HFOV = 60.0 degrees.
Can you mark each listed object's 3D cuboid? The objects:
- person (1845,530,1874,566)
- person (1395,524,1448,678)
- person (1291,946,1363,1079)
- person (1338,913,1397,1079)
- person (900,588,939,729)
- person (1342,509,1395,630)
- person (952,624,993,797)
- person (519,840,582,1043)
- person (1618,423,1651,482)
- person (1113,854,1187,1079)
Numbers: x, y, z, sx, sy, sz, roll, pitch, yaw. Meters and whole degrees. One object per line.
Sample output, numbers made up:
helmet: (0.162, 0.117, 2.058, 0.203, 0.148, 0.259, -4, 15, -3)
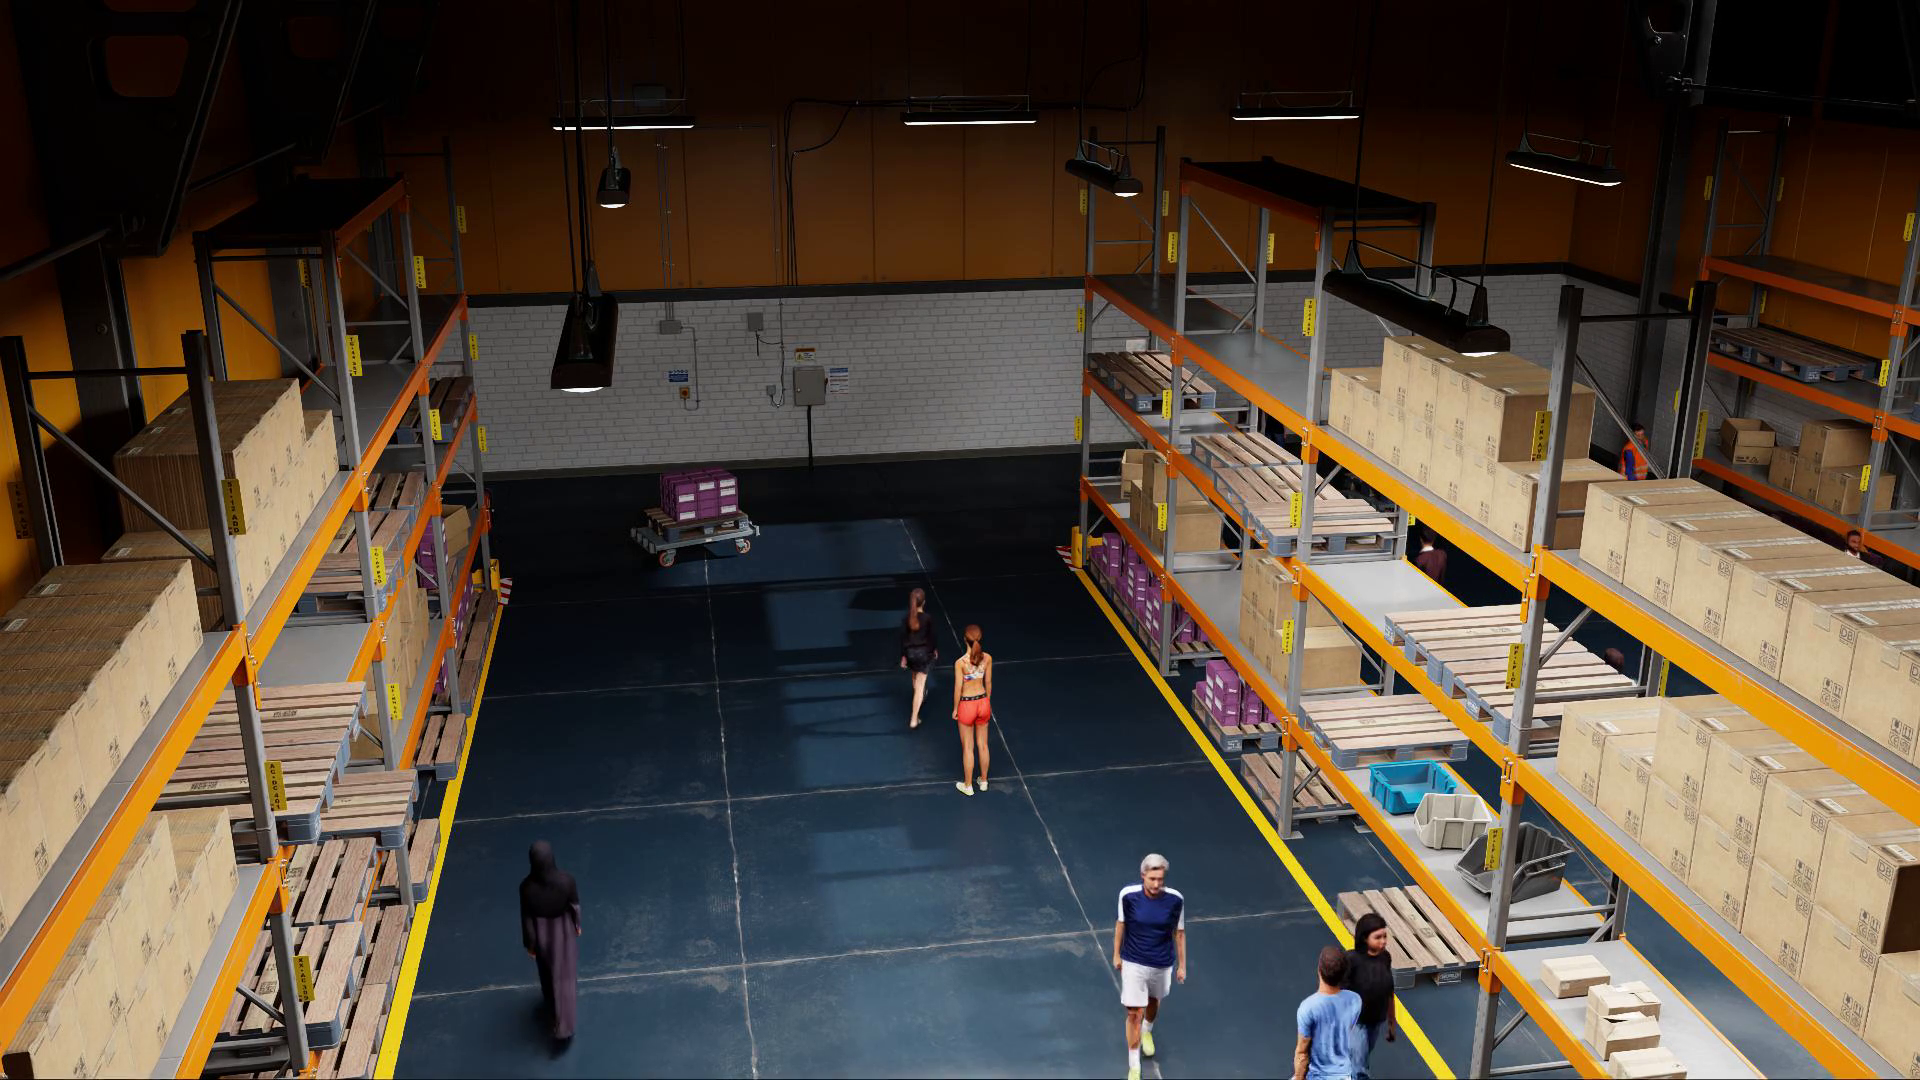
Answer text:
person: (10.330, 0.717, 19.504, 0.762, 1.789, 0.865, 0, 19, 0)
person: (5.412, 0.723, 19.370, 0.763, 1.863, 0.745, -12, 22, -31)
person: (2.437, 3.604, 10.896, 0.786, 1.810, 1.281, -7, 20, -20)
person: (2.801, 3.374, 11.789, 0.655, 1.677, 0.798, -7, 20, -19)
person: (-0.459, 1.312, 18.172, 0.834, 1.511, 1.141, 4, 19, 13)
person: (5.327, 0.459, 20.457, 1.104, 1.669, 1.188, 8, 20, 22)
person: (0.138, 1.689, 16.612, 0.639, 1.792, 0.641, -9, 20, -24)
person: (-3.133, 3.076, 12.788, 0.616, 1.604, 1.114, -3, 19, -8)
person: (9.728, -0.846, 24.108, 0.891, 1.812, 0.966, -15, 24, -37)
person: (1.392, 3.093, 12.433, 0.800, 1.799, 1.070, 0, 19, -1)
